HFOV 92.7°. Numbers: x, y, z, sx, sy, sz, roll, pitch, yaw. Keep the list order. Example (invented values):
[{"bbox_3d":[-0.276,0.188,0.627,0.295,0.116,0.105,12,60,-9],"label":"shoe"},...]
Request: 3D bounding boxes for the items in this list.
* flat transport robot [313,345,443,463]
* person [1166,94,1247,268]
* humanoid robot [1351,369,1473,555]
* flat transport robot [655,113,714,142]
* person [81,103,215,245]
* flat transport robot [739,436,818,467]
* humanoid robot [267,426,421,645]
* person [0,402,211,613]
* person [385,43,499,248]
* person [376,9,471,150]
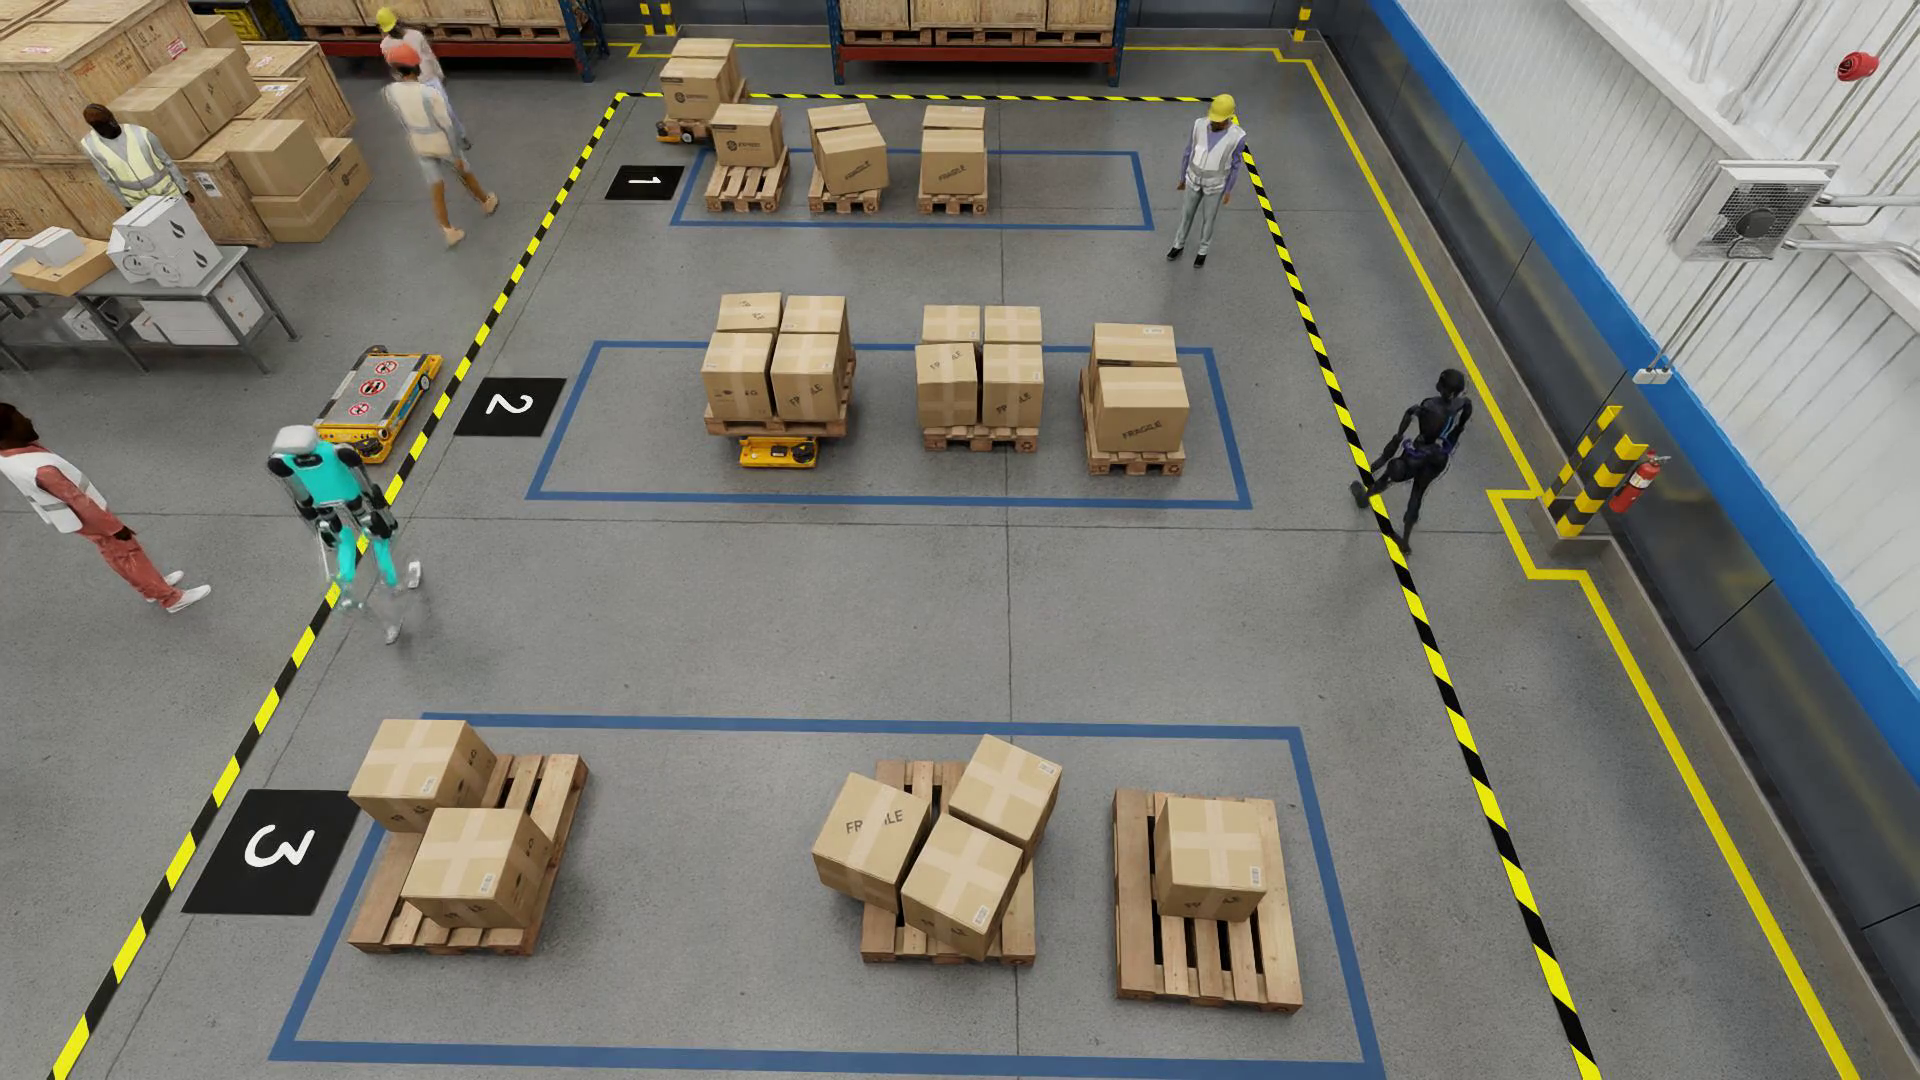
[{"bbox_3d":[-5.383,-1.269,8.441,0.659,0.231,1.431,1,50,1],"label":"flat transport robot"},{"bbox_3d":[2.540,-3.696,9.476,0.586,1.822,0.404,24,54,19],"label":"person"},{"bbox_3d":[3.509,-0.668,7.036,0.584,1.623,0.773,-7,50,-6],"label":"humanoid robot"},{"bbox_3d":[-3.190,-5.443,11.954,1.431,0.197,0.652,1,50,1],"label":"flat transport robot"},{"bbox_3d":[-8.159,-3.483,9.288,0.618,1.838,0.430,-27,55,-21],"label":"person"},{"bbox_3d":[-1.582,-1.235,8.394,0.652,0.197,1.431,1,50,1],"label":"flat transport robot"},{"bbox_3d":[-4.225,0.067,6.386,0.539,1.770,1.038,-11,51,-9],"label":"humanoid robot"},{"bbox_3d":[-6.144,-0.177,6.437,0.596,1.915,0.371,22,53,18],"label":"person"},{"bbox_3d":[-5.615,-4.237,9.834,0.615,1.989,1.046,0,50,0],"label":"person"},{"bbox_3d":[-6.521,-5.540,11.094,0.549,1.717,0.517,-25,54,-19],"label":"person"}]
